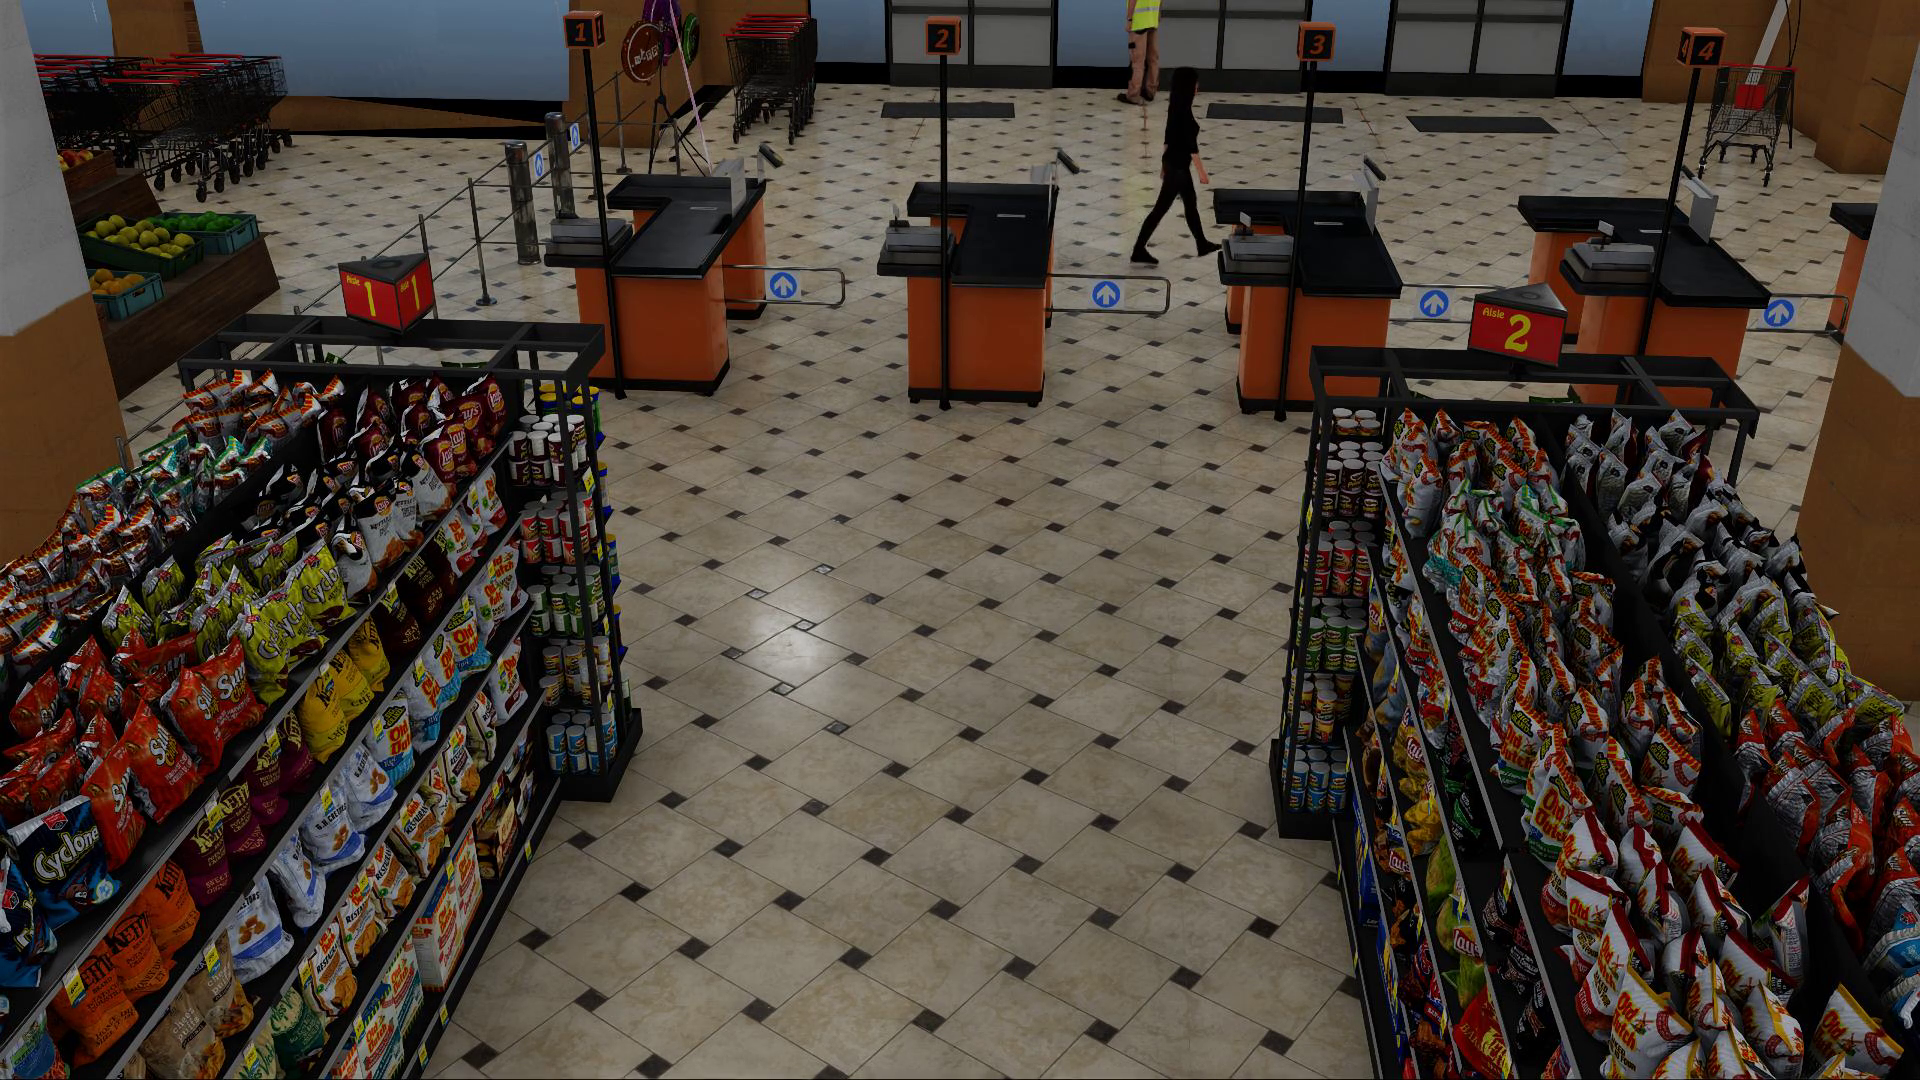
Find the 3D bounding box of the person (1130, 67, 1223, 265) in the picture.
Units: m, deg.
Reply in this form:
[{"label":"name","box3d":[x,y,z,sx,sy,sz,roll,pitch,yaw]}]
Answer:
[{"label":"person","box3d":[1.704,-3.023,13.669,0.780,1.597,1.057,-3,27,-6]}]

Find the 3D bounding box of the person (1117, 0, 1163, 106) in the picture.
[{"label":"person","box3d":[2.123,-6.021,19.306,0.861,1.846,0.917,-19,32,-32]}]
